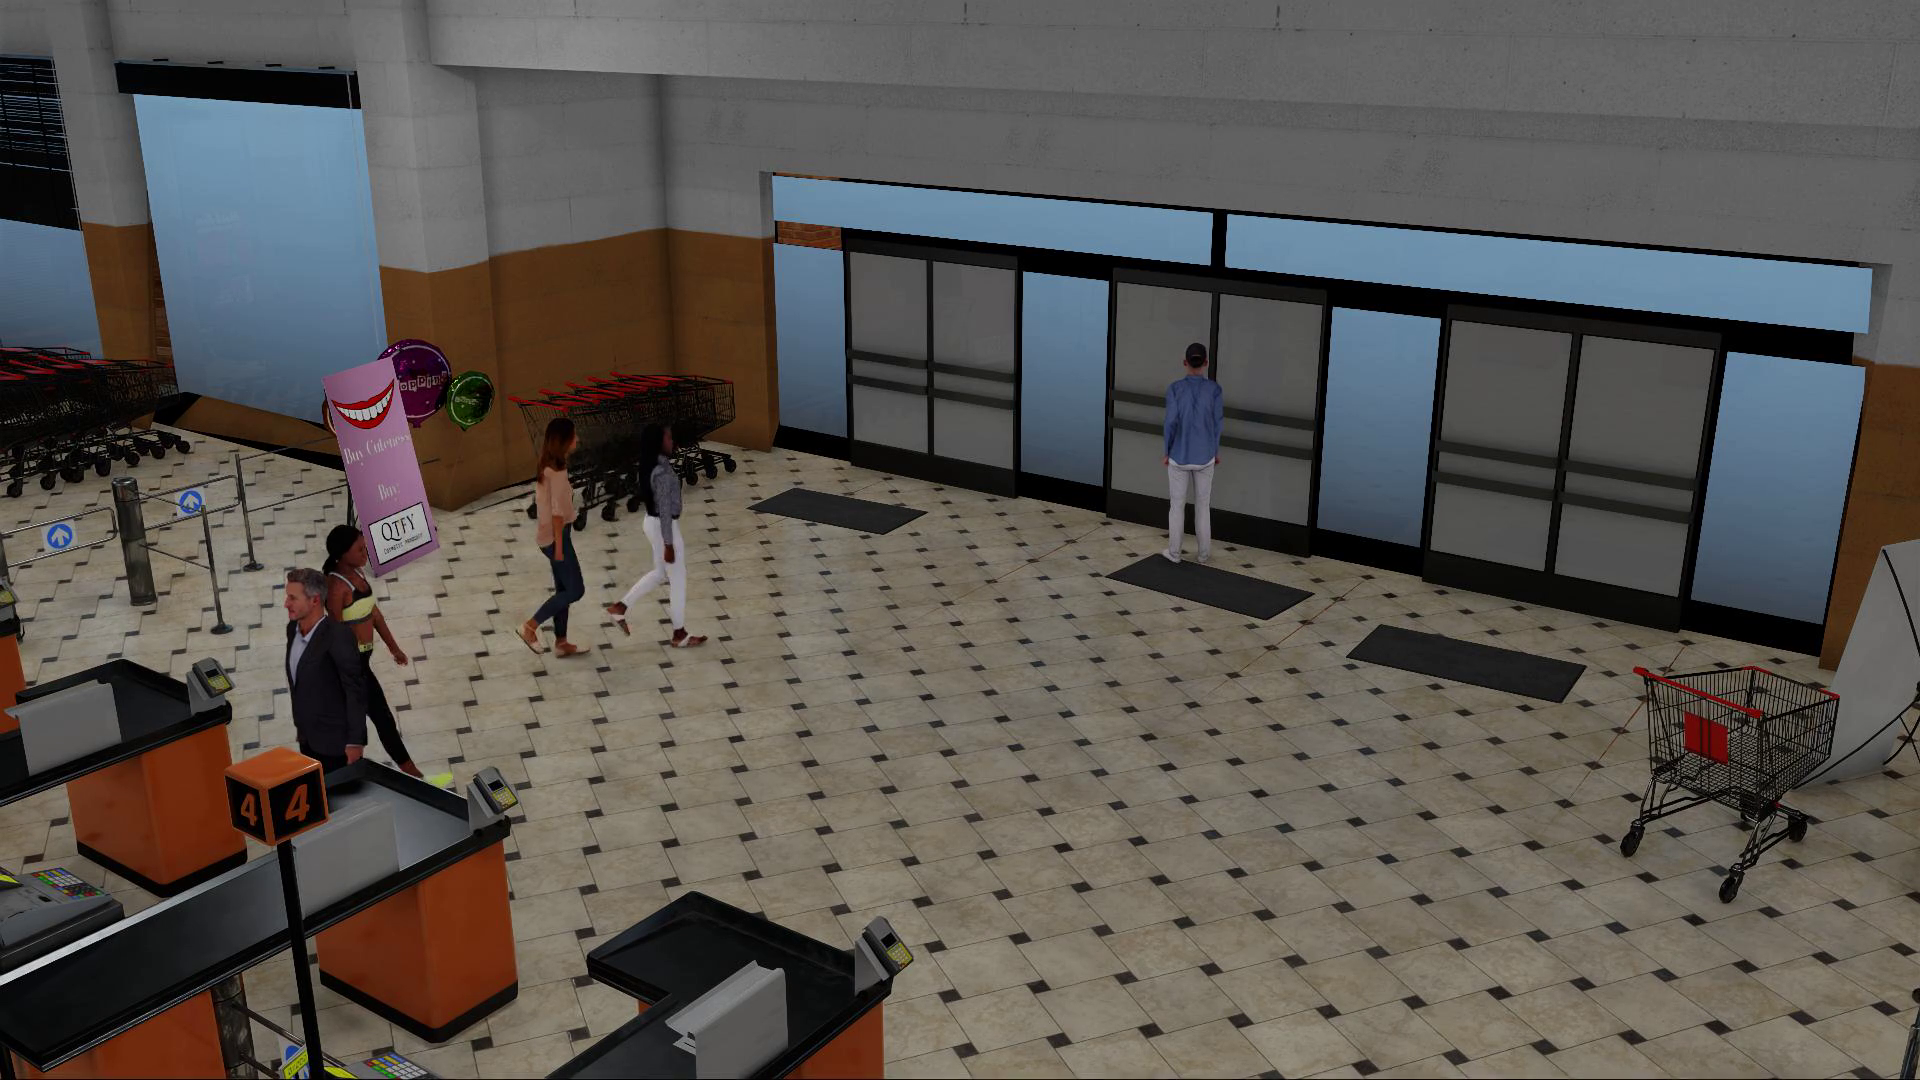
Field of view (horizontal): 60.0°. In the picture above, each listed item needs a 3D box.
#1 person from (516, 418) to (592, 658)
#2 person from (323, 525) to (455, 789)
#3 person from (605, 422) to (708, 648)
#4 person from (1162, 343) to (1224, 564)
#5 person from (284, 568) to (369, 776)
[{"bbox_3d":[-2.967,0.024,11.853,0.903,1.771,0.820,-5,19,-14],"label":"person"},{"bbox_3d":[-3.660,0.757,9.778,1.058,1.709,1.057,-2,19,-5],"label":"person"},{"bbox_3d":[-2.235,-0.014,12.059,1.045,1.712,0.921,-6,20,-18],"label":"person"},{"bbox_3d":[1.931,-0.721,13.880,0.743,1.888,0.777,-1,19,-3],"label":"person"},{"bbox_3d":[-3.357,1.007,8.833,0.724,1.839,0.567,13,23,35],"label":"person"}]
